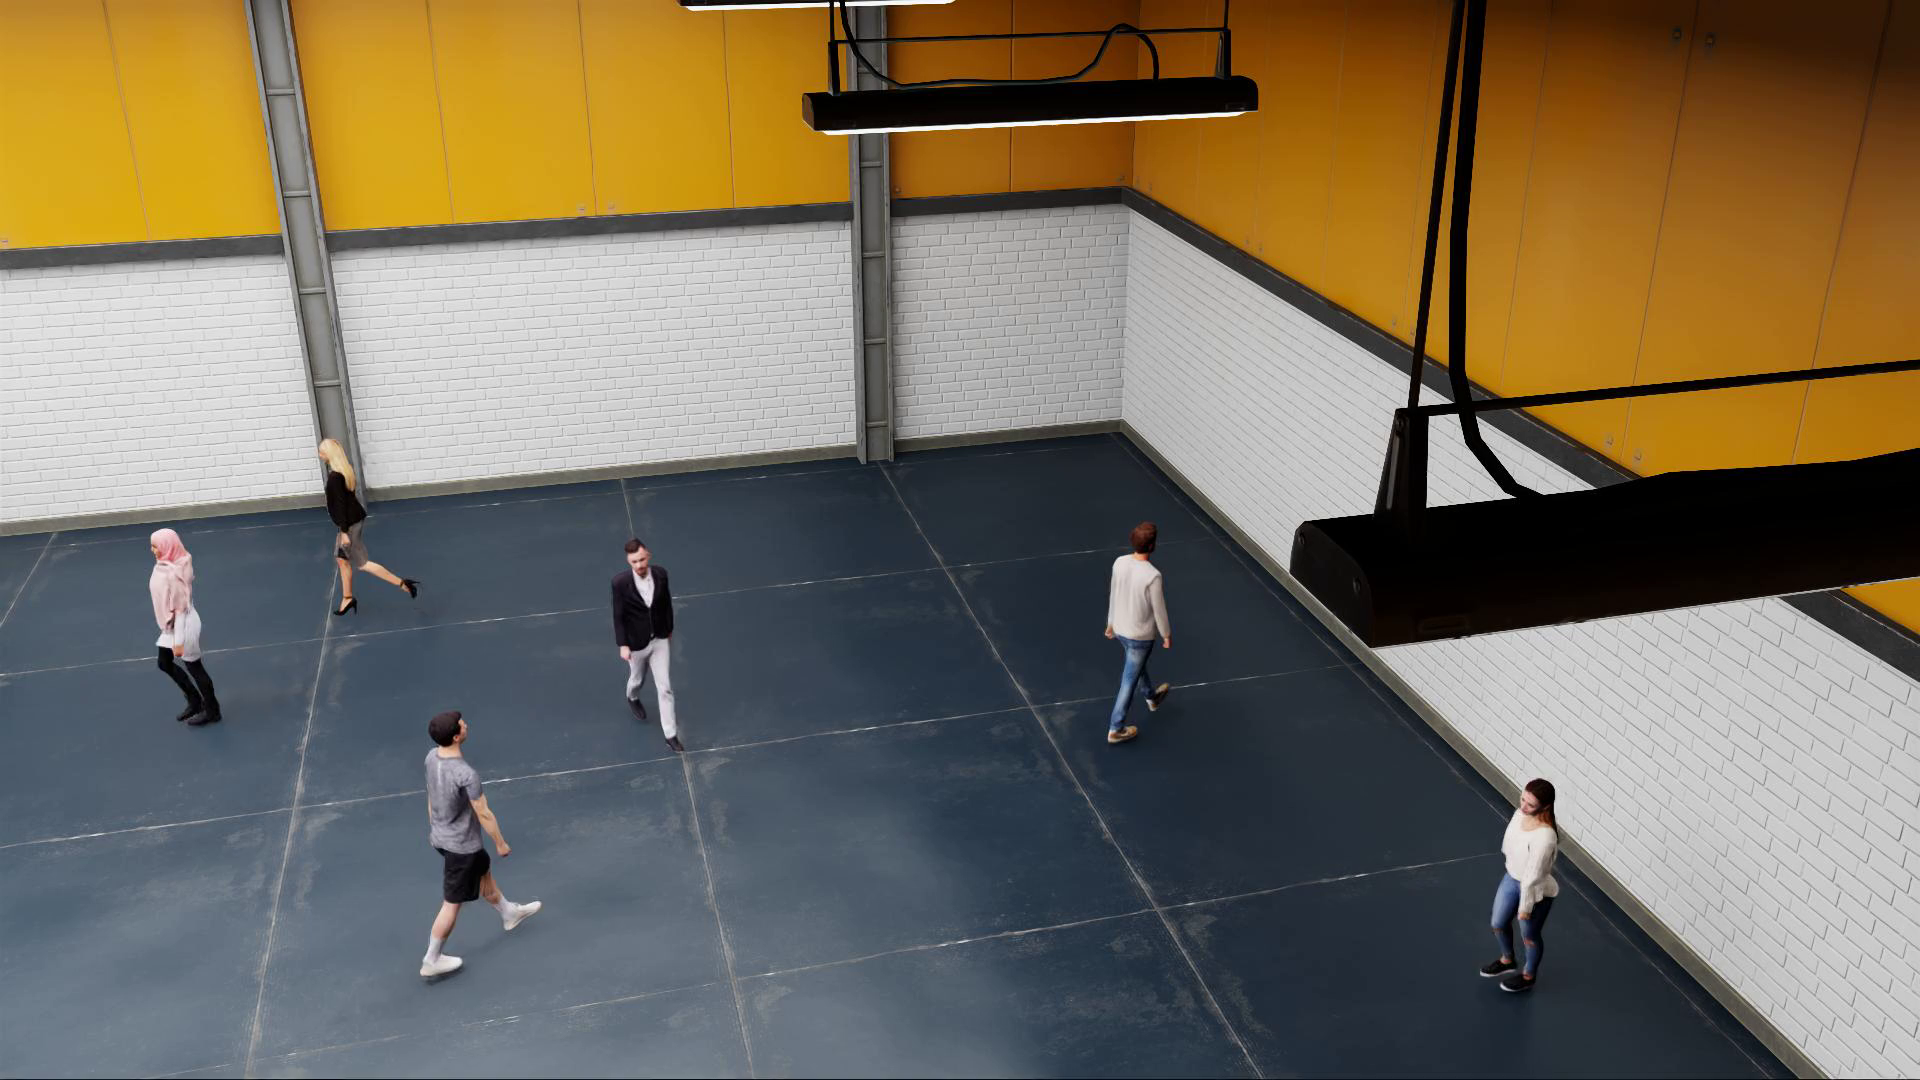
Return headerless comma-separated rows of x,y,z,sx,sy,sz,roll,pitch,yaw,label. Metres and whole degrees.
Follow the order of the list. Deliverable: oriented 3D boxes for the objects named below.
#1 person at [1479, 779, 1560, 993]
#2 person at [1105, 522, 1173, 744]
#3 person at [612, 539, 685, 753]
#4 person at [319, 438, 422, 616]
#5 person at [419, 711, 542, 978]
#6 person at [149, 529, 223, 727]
3.645,2.198,10.560,0.627,1.669,0.642,0,24,0,person
1.364,0.791,13.534,1.220,1.865,0.985,-19,30,-37,person
-2.606,0.792,13.598,1.199,1.811,0.902,-12,26,-25,person
-5.608,-0.090,15.620,1.111,1.809,0.718,-3,24,-7,person
-3.335,2.000,10.812,1.071,1.829,1.293,21,31,40,person
-6.343,0.719,13.785,0.742,1.795,0.745,-14,27,-29,person
